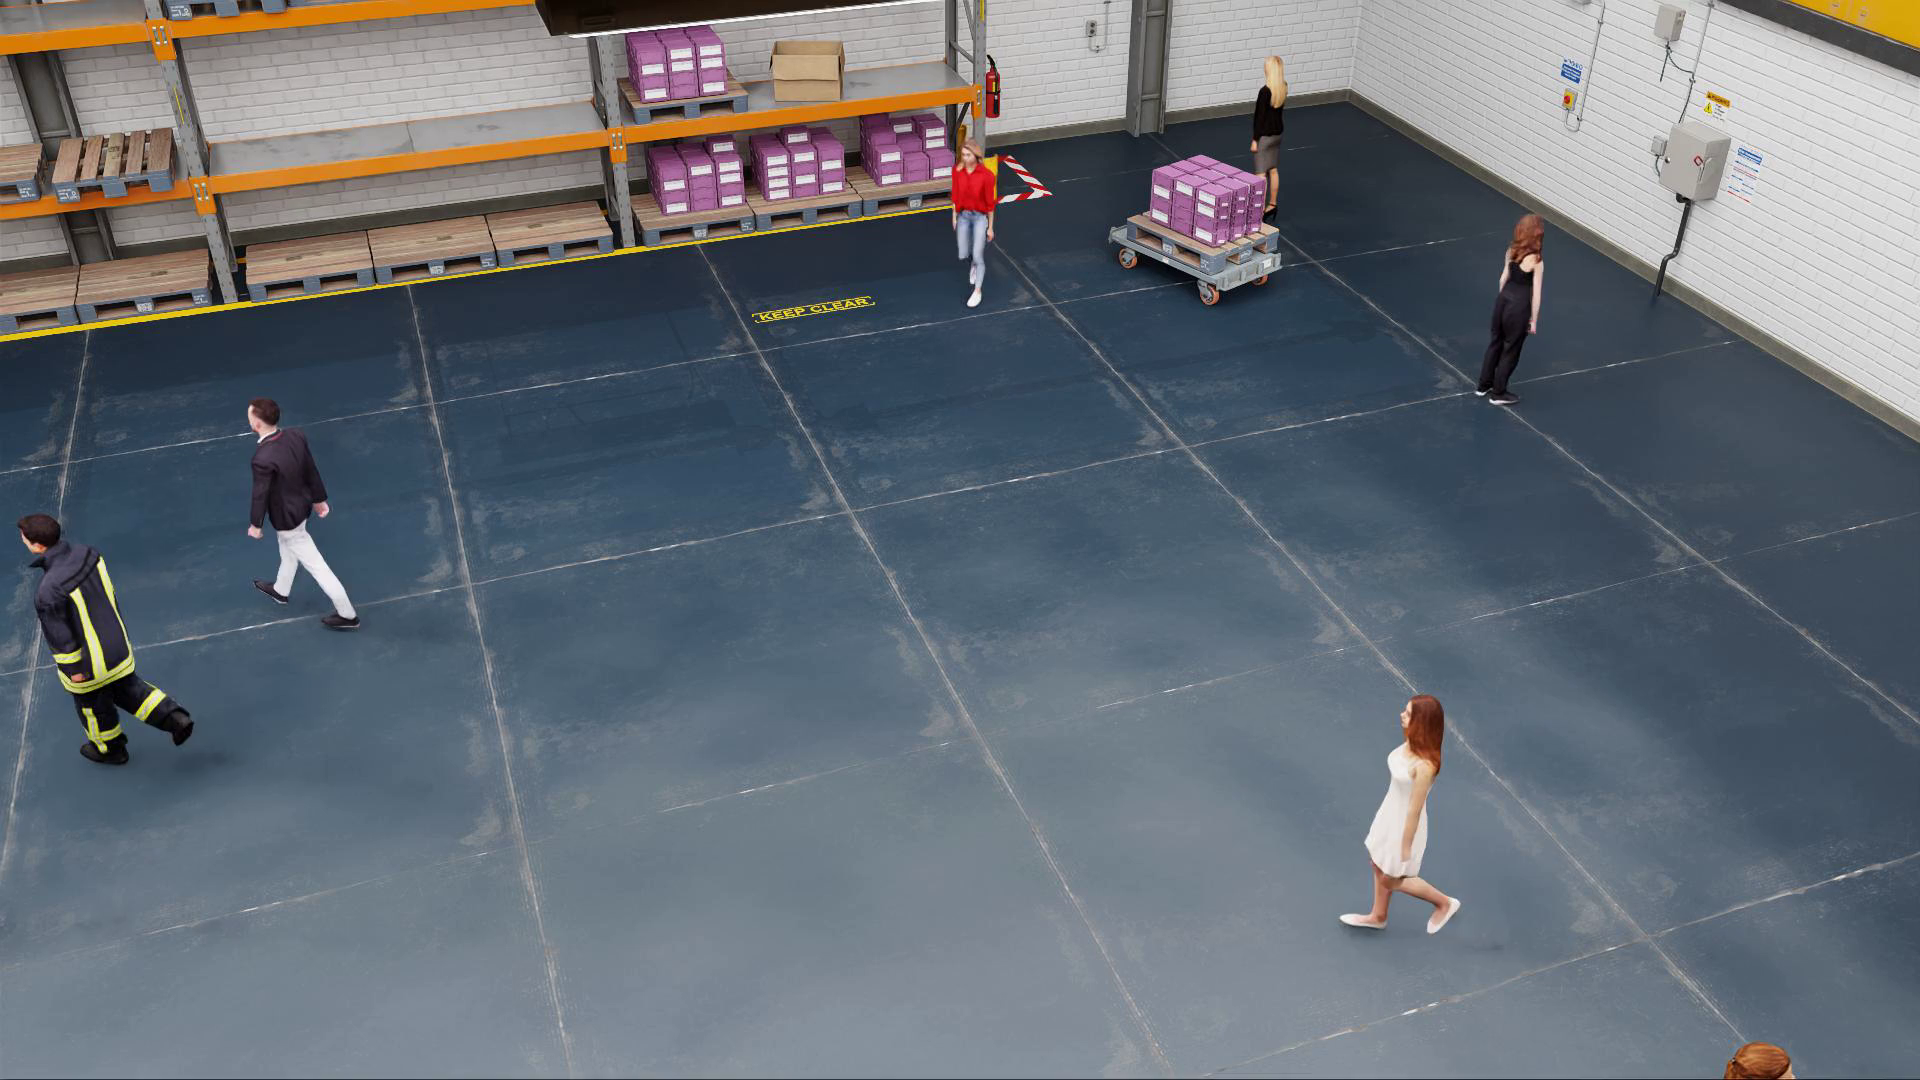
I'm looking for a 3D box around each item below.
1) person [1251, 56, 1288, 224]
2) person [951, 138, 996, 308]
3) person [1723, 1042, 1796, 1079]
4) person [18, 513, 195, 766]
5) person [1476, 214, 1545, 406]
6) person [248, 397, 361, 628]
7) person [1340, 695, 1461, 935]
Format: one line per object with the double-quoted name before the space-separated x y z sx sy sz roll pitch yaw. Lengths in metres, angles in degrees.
"person" 3.310 -4.275 17.833 0.747 1.838 0.634 27 42 34
"person" 0.163 -3.144 16.268 0.864 1.687 0.917 10 35 15
"person" 3.400 2.802 7.378 0.683 1.625 0.653 2 34 3
"person" -5.330 0.648 10.366 1.191 1.904 1.063 4 34 6
"person" 4.821 -2.016 14.520 0.566 1.742 0.634 -15 36 -21
"person" -4.581 -0.131 11.632 1.244 1.801 1.061 7 34 10
"person" 2.531 1.565 9.173 0.954 1.698 0.784 3 34 4
